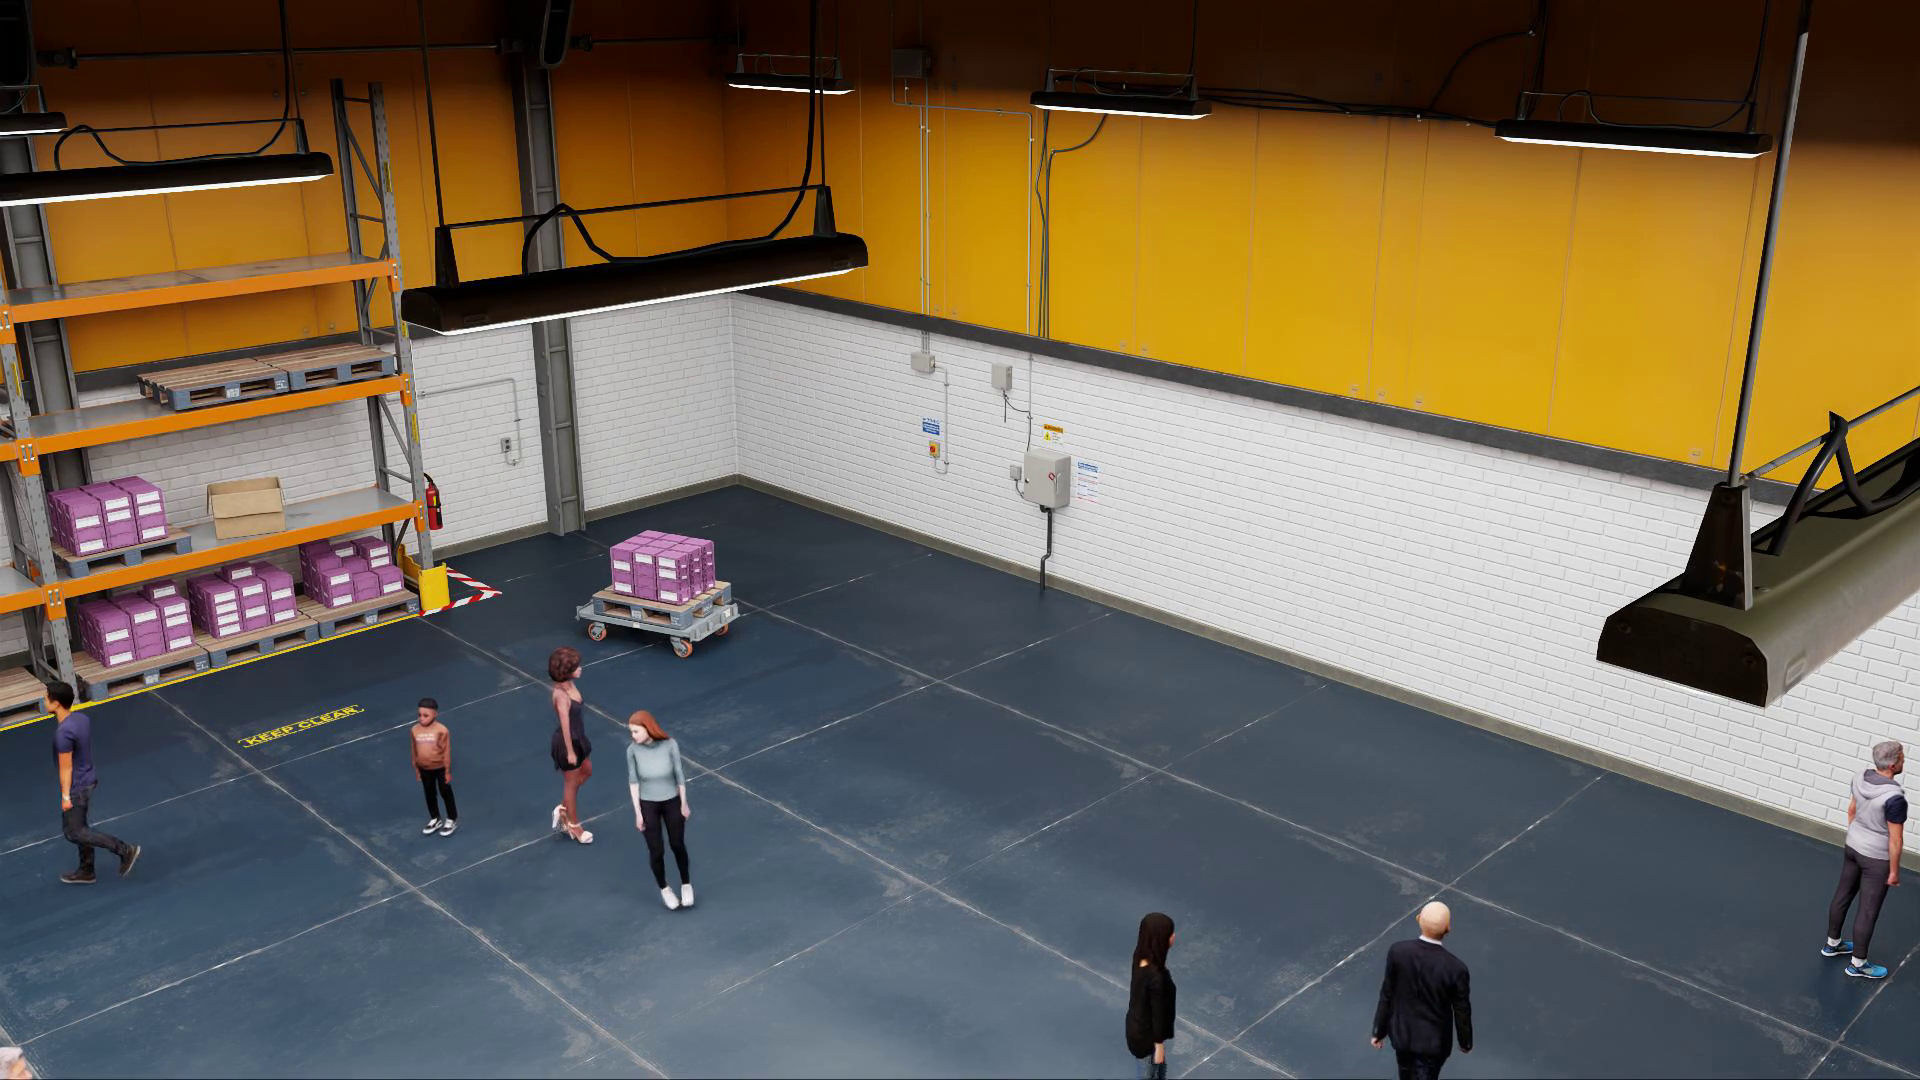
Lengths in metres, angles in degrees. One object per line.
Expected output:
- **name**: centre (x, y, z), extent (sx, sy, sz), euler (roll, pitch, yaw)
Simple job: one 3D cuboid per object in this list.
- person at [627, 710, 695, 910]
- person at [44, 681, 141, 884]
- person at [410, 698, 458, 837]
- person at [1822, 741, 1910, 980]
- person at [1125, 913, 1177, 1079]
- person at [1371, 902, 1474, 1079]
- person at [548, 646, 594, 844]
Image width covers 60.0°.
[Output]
- **person**: centre (-2.388, 2.111, 13.087), extent (0.711, 1.707, 0.793), euler (-6, 20, -18)
- **person**: centre (-7.018, 1.976, 13.378), extent (1.015, 1.778, 0.896), euler (-5, 19, -14)
- **person**: centre (-4.520, 1.934, 14.327), extent (0.585, 1.252, 0.624), euler (2, 19, 7)
- **person**: centre (6.700, 2.321, 12.272), extent (0.793, 1.829, 0.770), euler (-2, 19, -6)
- **person**: centre (1.100, 3.071, 10.362), extent (1.062, 1.628, 0.917), euler (-3, 19, -10)
- **person**: centre (2.776, 3.079, 10.129), extent (0.852, 1.759, 1.203), euler (12, 22, 32)
- **person**: centre (-3.313, 1.746, 14.053), extent (0.767, 1.782, 0.707), euler (-1, 19, -2)
